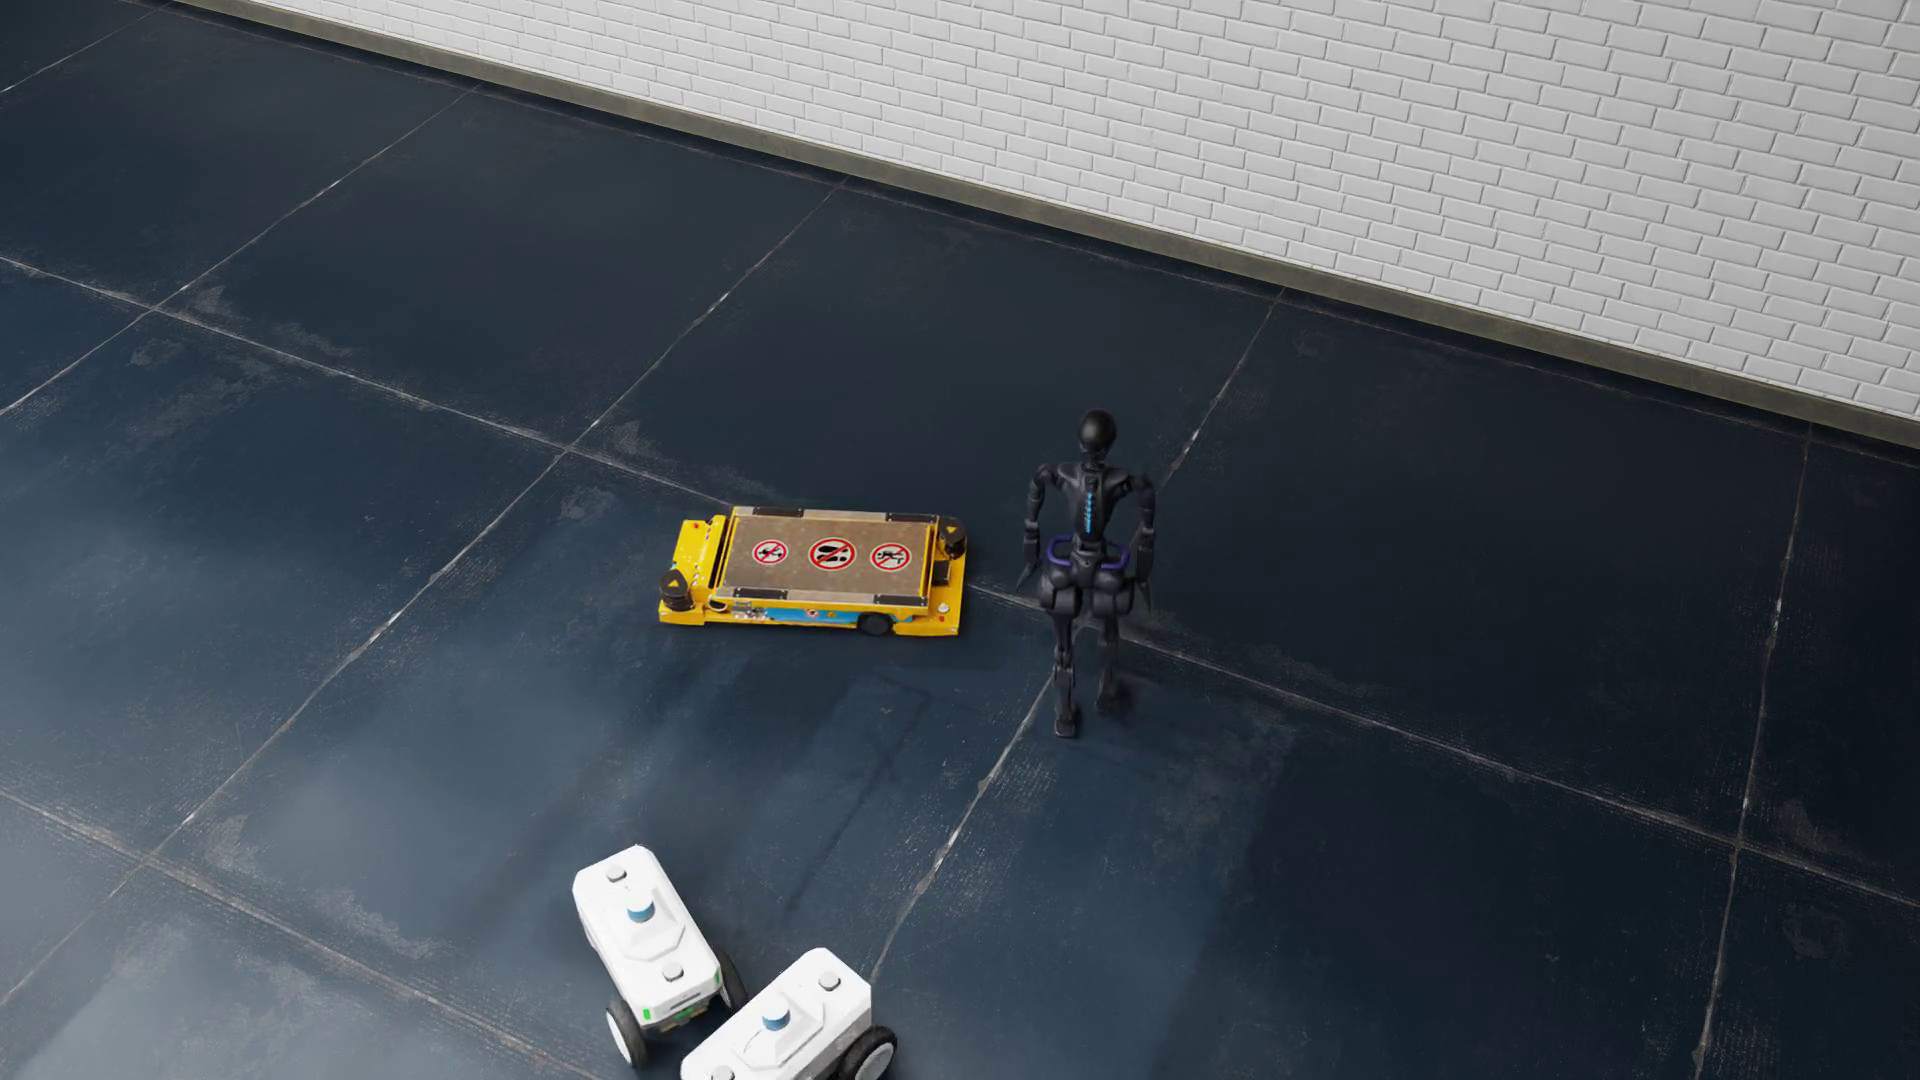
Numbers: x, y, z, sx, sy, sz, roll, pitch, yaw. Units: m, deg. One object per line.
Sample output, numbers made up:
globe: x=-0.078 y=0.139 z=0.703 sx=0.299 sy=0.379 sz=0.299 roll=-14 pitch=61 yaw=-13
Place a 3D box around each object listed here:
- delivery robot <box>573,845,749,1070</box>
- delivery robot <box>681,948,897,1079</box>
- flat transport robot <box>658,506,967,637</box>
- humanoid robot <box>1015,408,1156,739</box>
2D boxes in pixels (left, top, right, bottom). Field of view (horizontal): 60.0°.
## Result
delivery robot: x=-1.181 y=1.570 z=6.363 sx=0.499 sy=0.611 sz=0.814 roll=-23 pitch=48 yaw=-23
delivery robot: x=-0.635 y=1.849 z=6.058 sx=0.499 sy=0.606 sz=0.796 roll=32 pitch=52 yaw=30
flat transport robot: x=-0.699 y=0.149 z=8.094 sx=1.431 sy=0.231 sz=0.659 roll=3 pitch=43 yaw=3
humanoid robot: x=0.527 y=0.165 z=7.049 sx=0.599 sy=1.643 sz=0.392 roll=5 pitch=43 yaw=6
